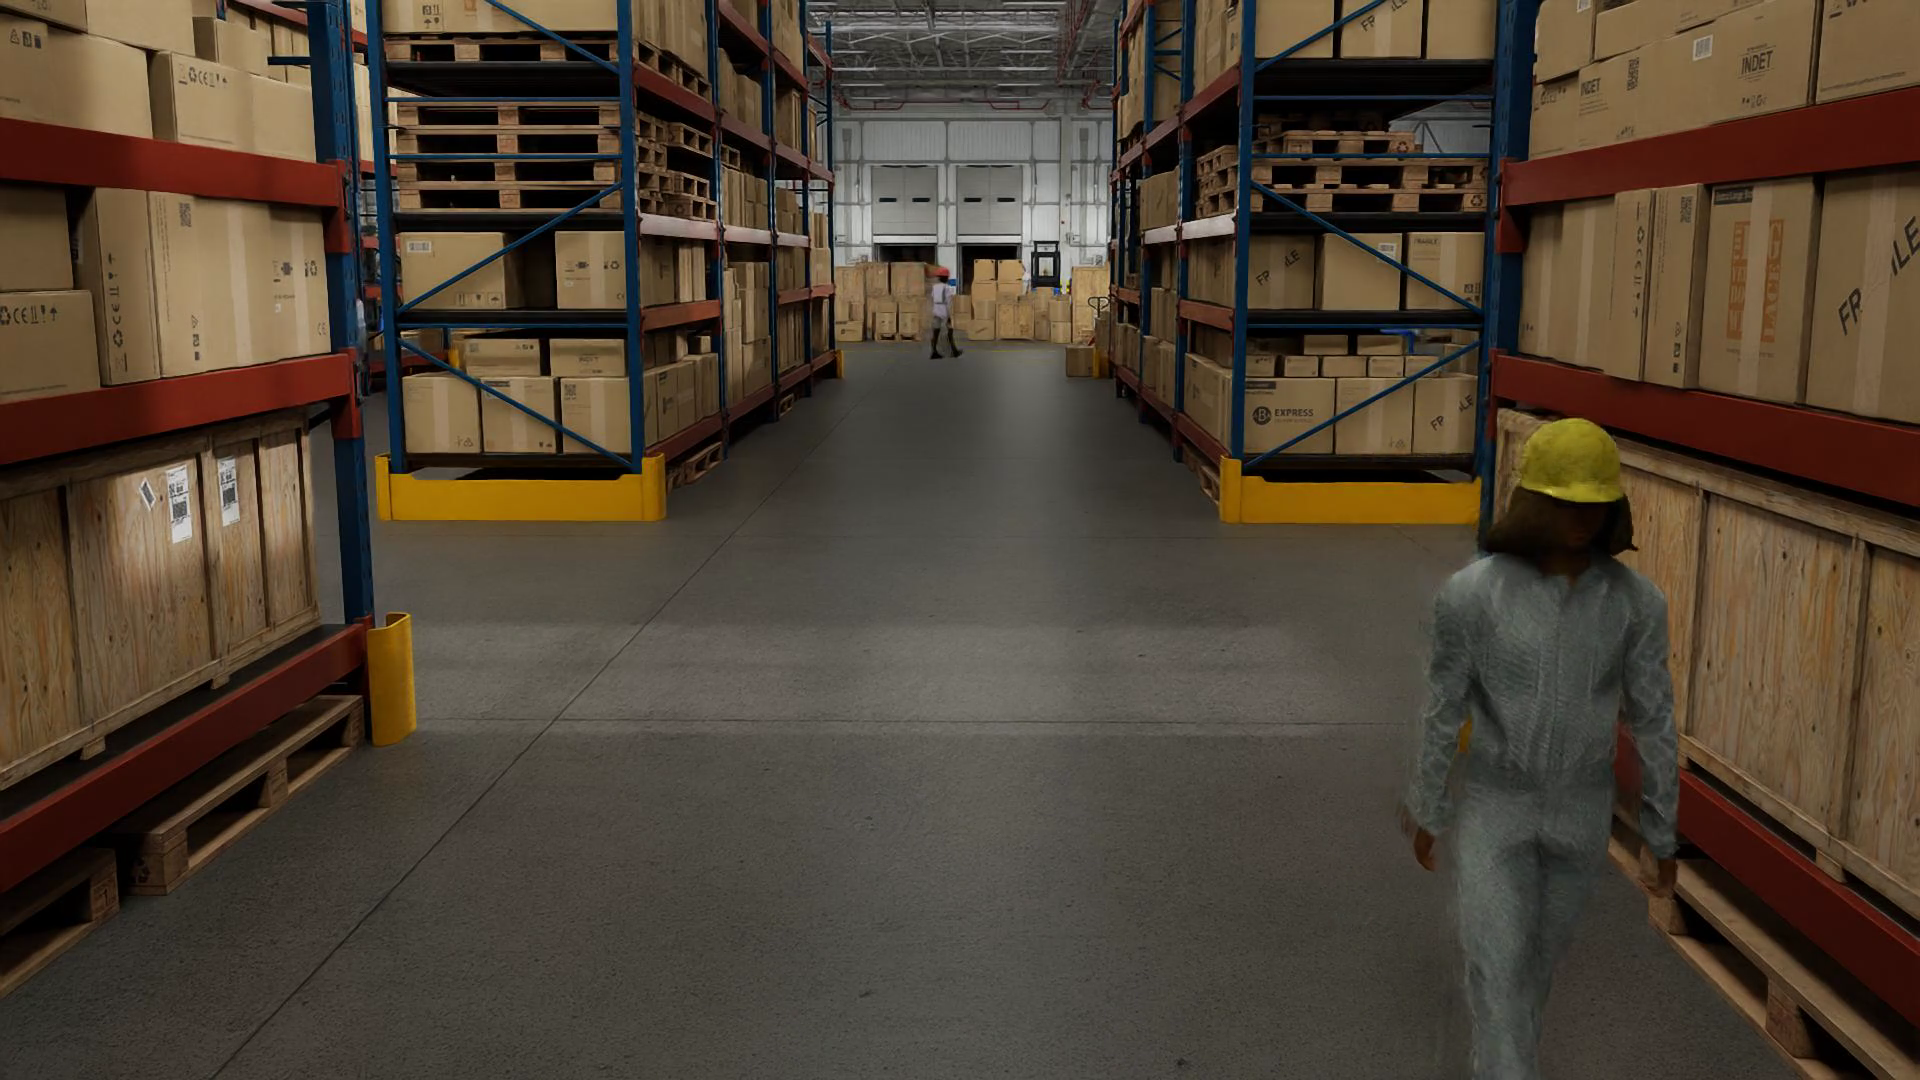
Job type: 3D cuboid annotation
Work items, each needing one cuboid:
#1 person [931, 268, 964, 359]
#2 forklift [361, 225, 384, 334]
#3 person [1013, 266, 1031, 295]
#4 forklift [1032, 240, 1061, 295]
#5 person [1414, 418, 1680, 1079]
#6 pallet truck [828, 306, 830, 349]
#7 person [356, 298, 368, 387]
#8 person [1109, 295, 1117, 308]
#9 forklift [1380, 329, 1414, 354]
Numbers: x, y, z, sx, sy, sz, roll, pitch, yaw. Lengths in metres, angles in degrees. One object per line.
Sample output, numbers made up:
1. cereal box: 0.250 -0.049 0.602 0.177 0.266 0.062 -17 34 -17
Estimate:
1. person: -0.298 -4.767 35.054 0.574 1.891 0.949 8 12 39
2. forklift: -13.162 -5.463 36.288 1.129 2.768 1.873 0 9 1
3. person: 2.096 -8.348 56.383 0.635 1.937 0.354 -3 10 -18
4. forklift: 3.172 -9.648 61.356 1.129 2.768 1.873 0 9 1
5. person: 1.246 0.602 3.466 0.503 1.693 0.901 0 9 -2
6. pallet truck: -3.100 -3.940 29.800 1.885 1.965 0.823 3 10 19
7. person: -7.814 -2.461 21.172 0.565 1.918 0.402 0 9 1
8. person: 3.723 -5.319 38.581 0.637 1.820 0.639 -4 10 -24
9. forklift: 5.454 -3.360 23.691 1.873 2.768 1.129 0 9 1
